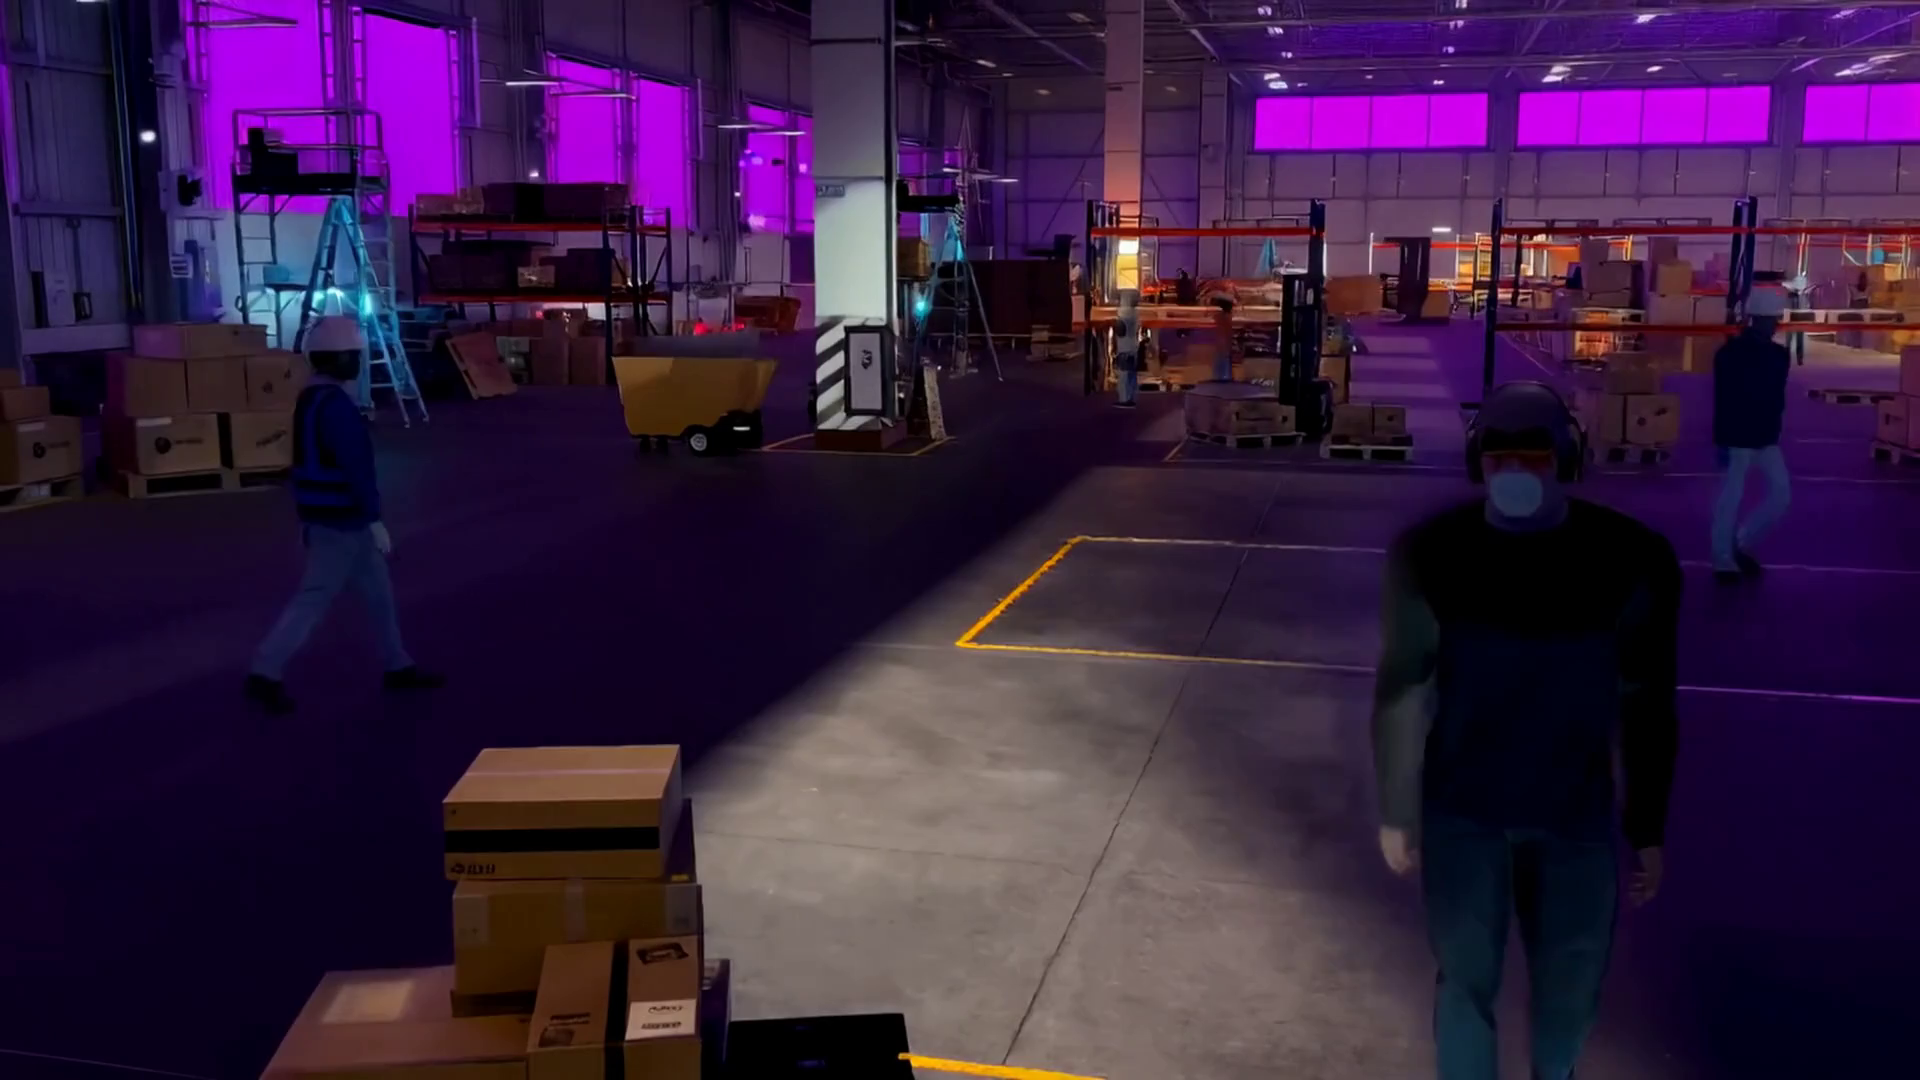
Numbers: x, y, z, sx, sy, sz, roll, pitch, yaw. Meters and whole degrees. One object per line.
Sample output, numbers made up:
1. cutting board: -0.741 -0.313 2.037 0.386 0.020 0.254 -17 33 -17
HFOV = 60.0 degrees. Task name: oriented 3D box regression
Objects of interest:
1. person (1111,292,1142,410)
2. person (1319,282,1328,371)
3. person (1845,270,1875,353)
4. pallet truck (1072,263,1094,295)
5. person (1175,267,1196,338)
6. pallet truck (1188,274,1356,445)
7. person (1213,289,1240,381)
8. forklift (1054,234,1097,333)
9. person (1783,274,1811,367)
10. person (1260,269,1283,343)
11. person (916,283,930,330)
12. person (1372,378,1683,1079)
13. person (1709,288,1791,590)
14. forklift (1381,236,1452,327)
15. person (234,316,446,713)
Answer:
1. person: 2.376 -2.704 23.816 0.530 1.693 0.321 -8 12 -39
2. person: 6.889 -4.110 31.970 0.485 1.736 0.321 -5 11 -28
3. person: 20.699 -5.260 38.299 0.596 1.895 0.877 3 10 19
4. pallet truck: 4.325 -8.180 55.162 0.823 1.965 1.885 6 11 31
5. person: 6.080 -6.417 44.988 0.521 1.922 0.647 -5 11 -26
6. pallet truck: 3.653 -2.138 19.590 1.885 1.965 0.823 -4 10 -20
7. person: 3.533 -2.497 22.422 0.454 1.759 0.539 1 10 6
8. forklift: 2.933 -7.338 47.611 1.873 2.768 1.129 2 10 14
9. person: 16.717 -4.384 33.278 0.507 1.840 0.343 5 11 28
10. person: 7.583 -5.623 40.357 0.749 1.917 0.635 8 13 40
11. person: -1.099 -7.319 50.311 0.395 1.927 0.546 8 12 38
12. person: 1.240 0.593 3.723 0.650 1.920 0.512 4 10 22
13. person: 5.151 -0.645 10.852 0.614 1.979 0.449 -3 10 -16
14. forklift: 14.340 -8.090 52.038 1.873 2.768 1.129 -2 10 -12
15. person: -3.064 -0.129 8.053 0.986 1.907 0.606 -5 11 -28
